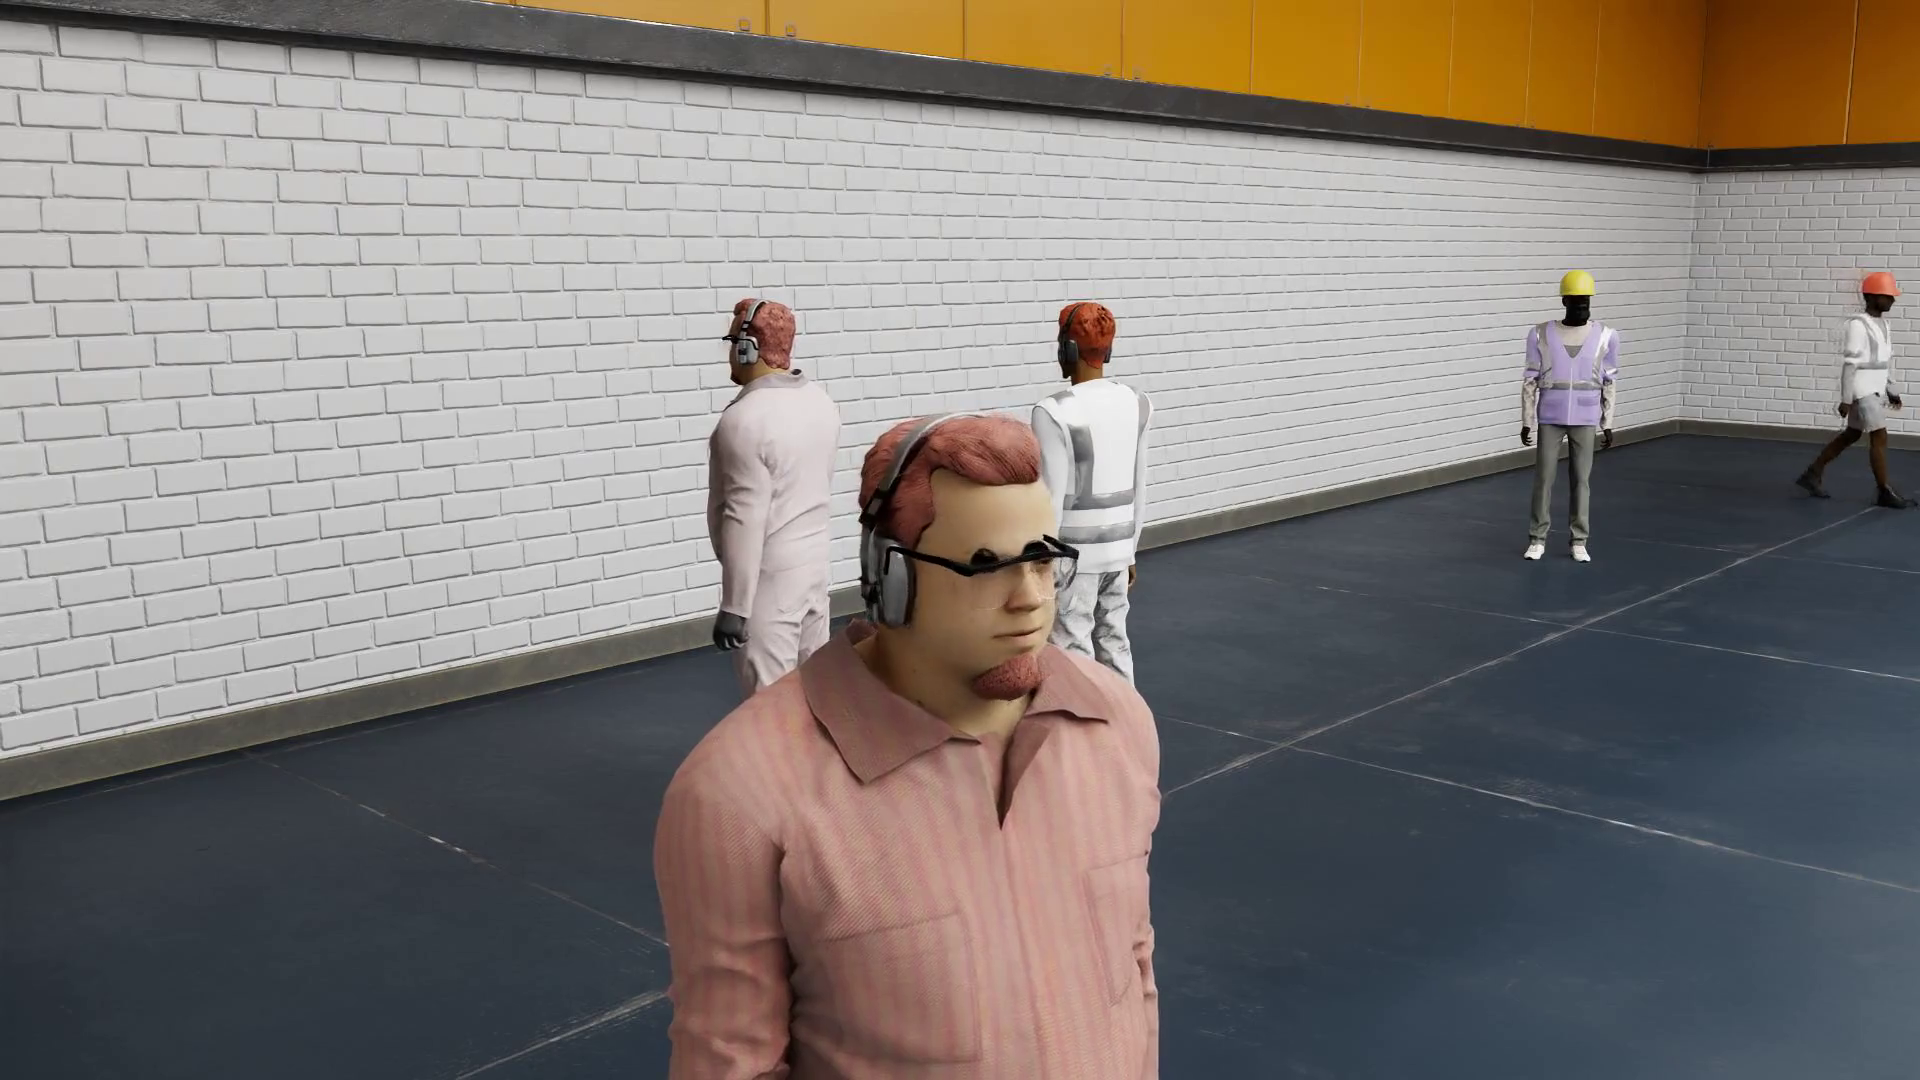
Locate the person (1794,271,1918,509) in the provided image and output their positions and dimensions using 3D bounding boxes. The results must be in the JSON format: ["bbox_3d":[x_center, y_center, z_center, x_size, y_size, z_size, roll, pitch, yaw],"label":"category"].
[{"bbox_3d":[7.315,-1.228,13.506,0.564,1.901,0.966,-9,14,-42],"label":"person"}]

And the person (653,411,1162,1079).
[{"bbox_3d":[-0.001,0.805,1.881,0.655,1.905,0.407,-7,12,-34],"label":"person"}]

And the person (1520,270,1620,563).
[{"bbox_3d":[4.028,-0.814,11.025,0.594,1.930,0.352,3,10,16],"label":"person"}]

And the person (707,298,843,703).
[{"bbox_3d":[-0.654,0.144,5.638,0.402,1.911,0.639,4,11,23],"label":"person"}]

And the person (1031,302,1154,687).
[{"bbox_3d":[0.453,0.080,6.080,0.576,1.882,0.355,-10,14,-44],"label":"person"}]
